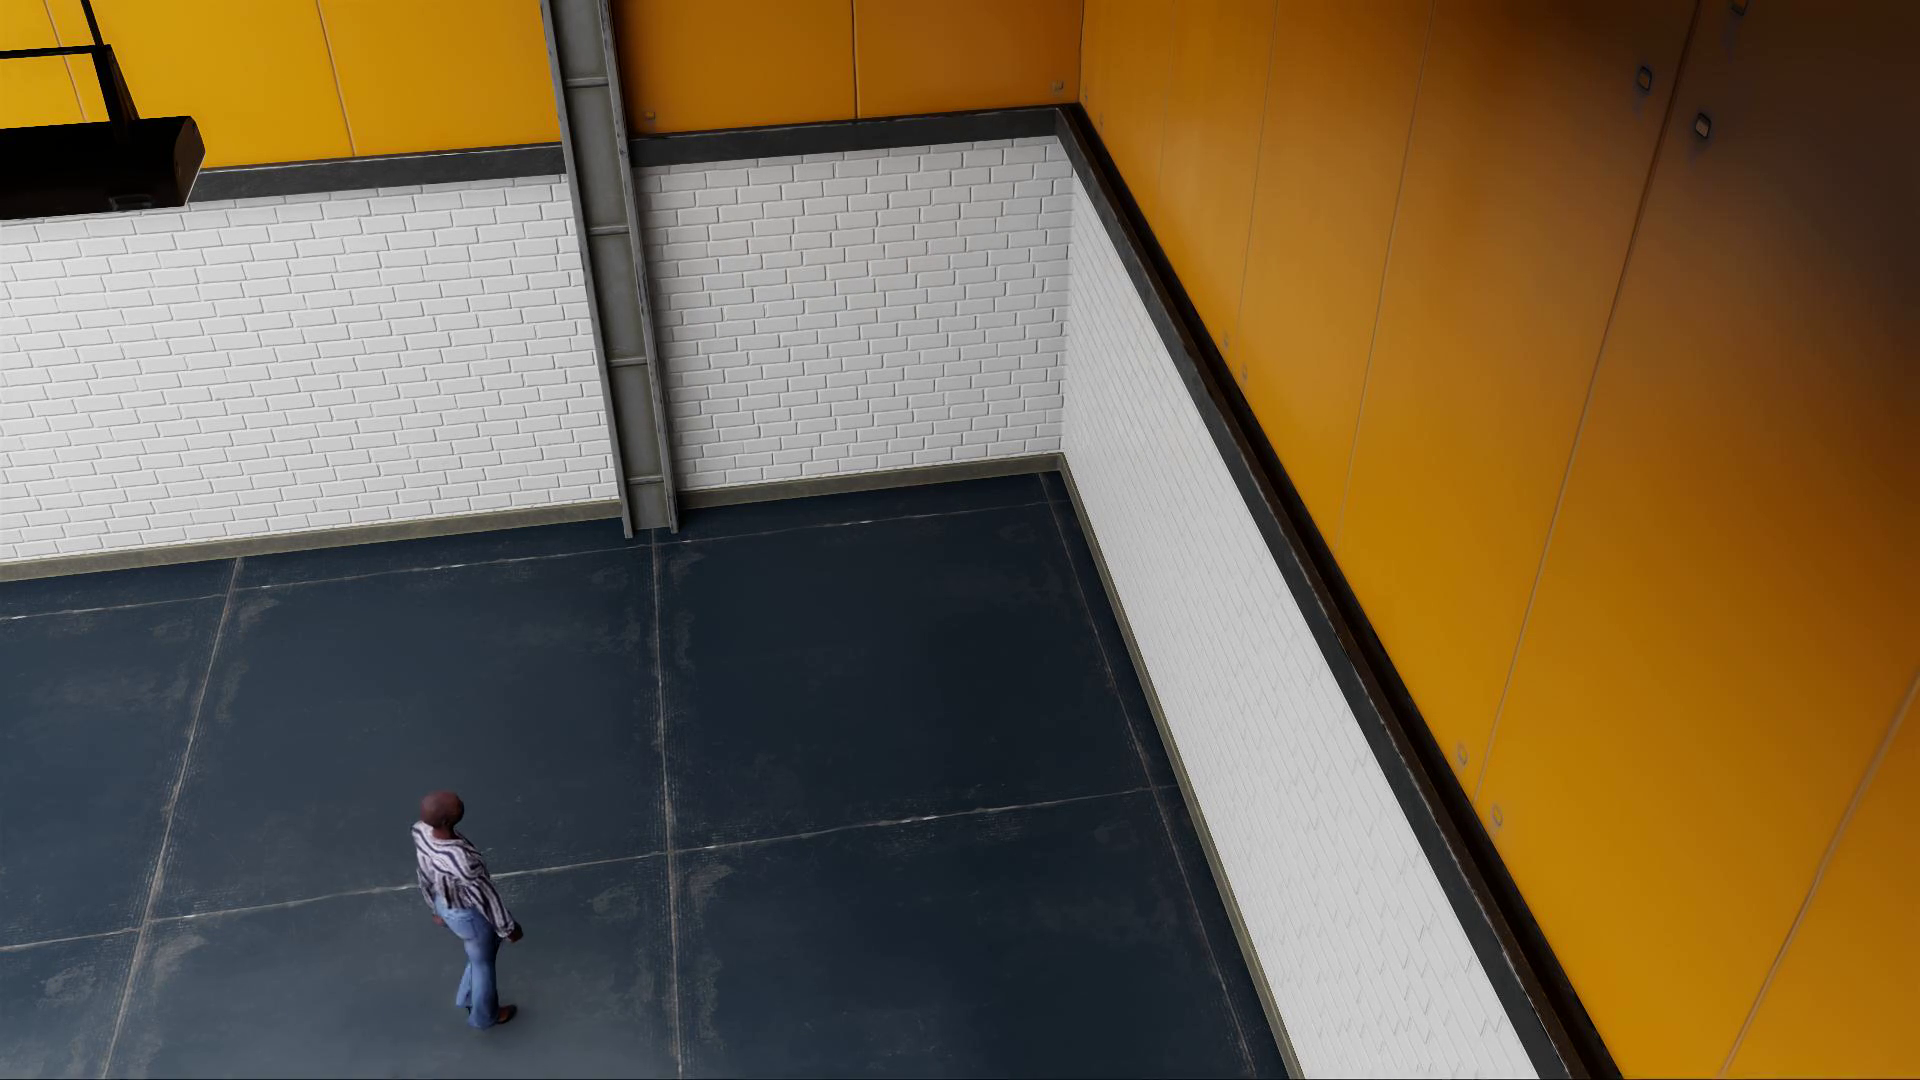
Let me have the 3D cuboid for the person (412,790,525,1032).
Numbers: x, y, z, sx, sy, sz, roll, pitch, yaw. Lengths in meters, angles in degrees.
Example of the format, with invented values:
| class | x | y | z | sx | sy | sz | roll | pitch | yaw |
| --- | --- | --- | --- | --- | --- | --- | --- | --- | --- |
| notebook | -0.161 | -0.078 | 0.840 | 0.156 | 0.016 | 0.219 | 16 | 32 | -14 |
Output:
| class | x | y | z | sx | sy | sz | roll | pitch | yaw |
| --- | --- | --- | --- | --- | --- | --- | --- | --- | --- |
| person | -2.561 | 1.964 | 8.456 | 0.795 | 1.781 | 0.757 | -31 | 48 | -33 |
